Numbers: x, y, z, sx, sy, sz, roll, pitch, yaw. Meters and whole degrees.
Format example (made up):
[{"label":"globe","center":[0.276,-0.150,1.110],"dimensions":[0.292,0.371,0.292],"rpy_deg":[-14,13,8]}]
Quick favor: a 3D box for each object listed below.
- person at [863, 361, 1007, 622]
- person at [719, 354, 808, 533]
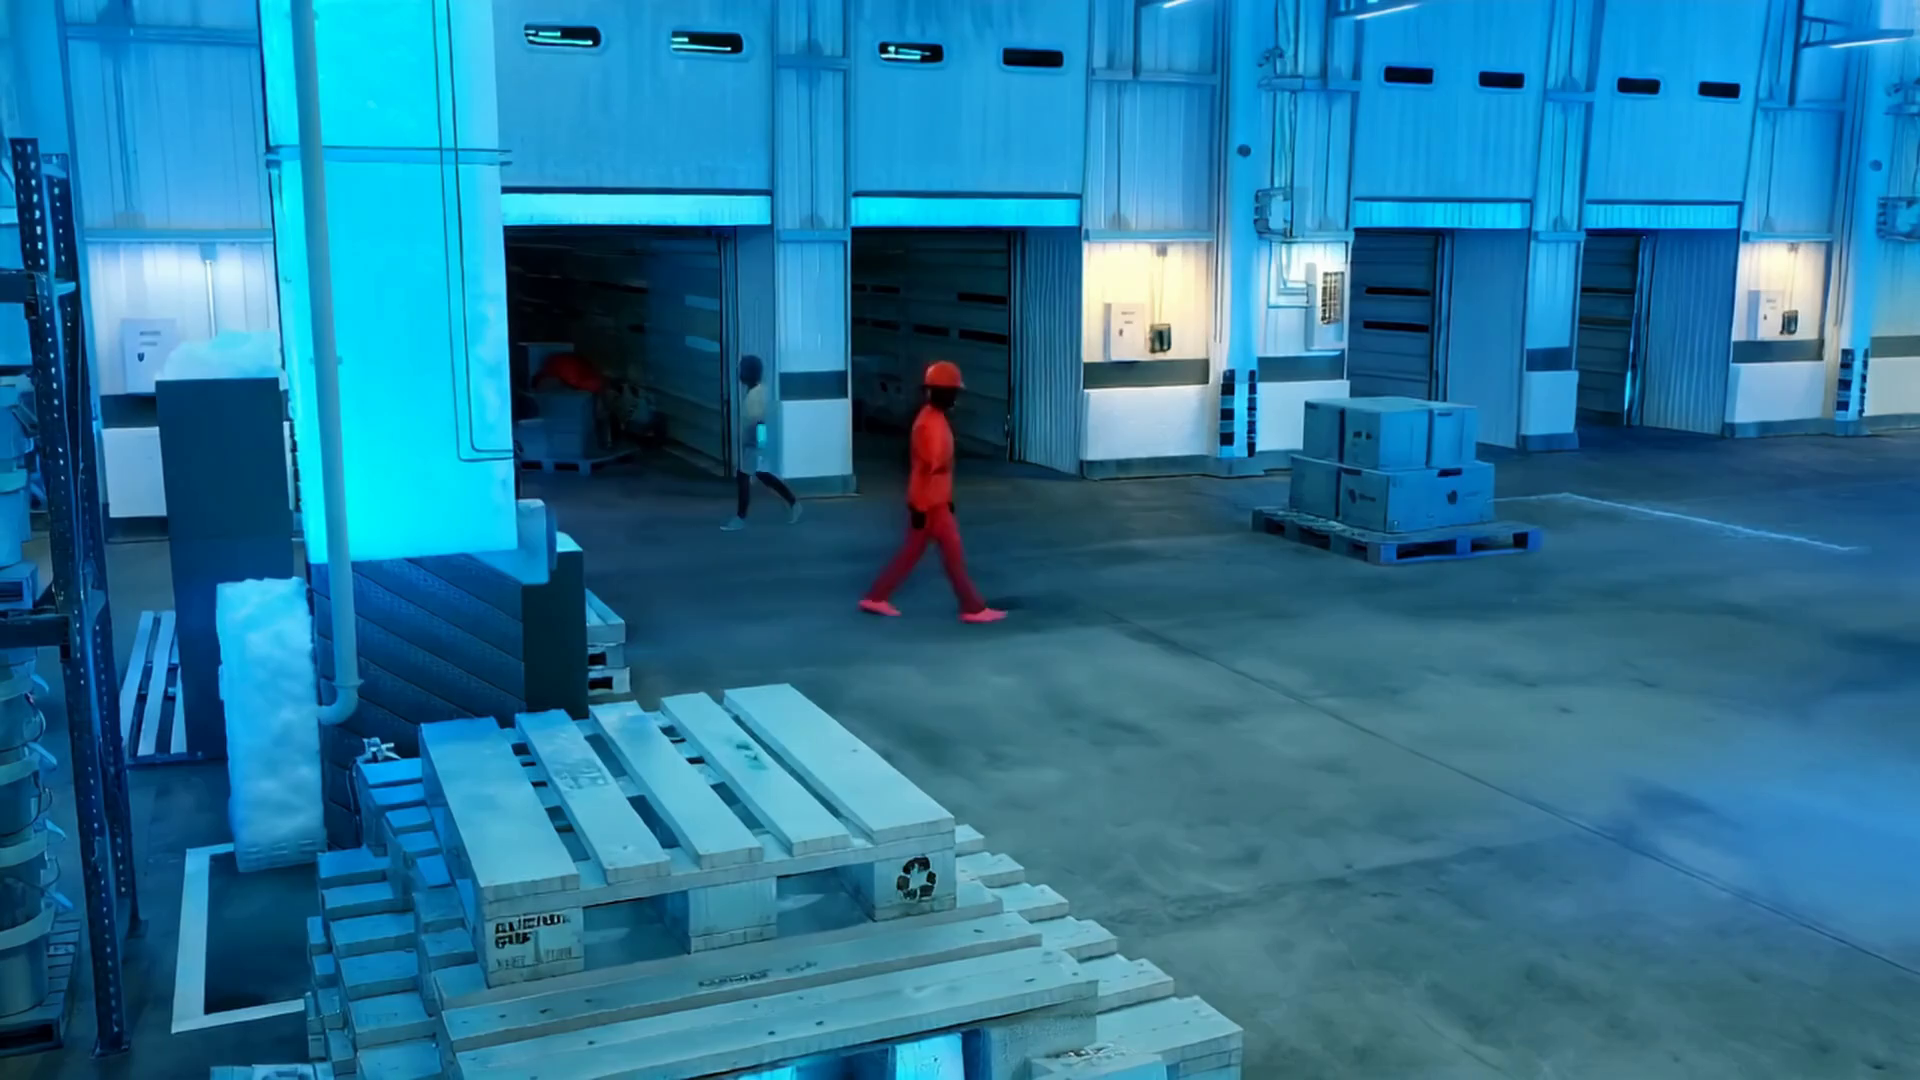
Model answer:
[{"label":"person","center":[-0.221,-0.336,11.837],"dimensions":[1.026,1.876,0.607],"rpy_deg":[0,10,-1]},{"label":"person","center":[-1.836,-0.901,15.504],"dimensions":[0.799,1.670,0.537],"rpy_deg":[-2,11,-12]}]
